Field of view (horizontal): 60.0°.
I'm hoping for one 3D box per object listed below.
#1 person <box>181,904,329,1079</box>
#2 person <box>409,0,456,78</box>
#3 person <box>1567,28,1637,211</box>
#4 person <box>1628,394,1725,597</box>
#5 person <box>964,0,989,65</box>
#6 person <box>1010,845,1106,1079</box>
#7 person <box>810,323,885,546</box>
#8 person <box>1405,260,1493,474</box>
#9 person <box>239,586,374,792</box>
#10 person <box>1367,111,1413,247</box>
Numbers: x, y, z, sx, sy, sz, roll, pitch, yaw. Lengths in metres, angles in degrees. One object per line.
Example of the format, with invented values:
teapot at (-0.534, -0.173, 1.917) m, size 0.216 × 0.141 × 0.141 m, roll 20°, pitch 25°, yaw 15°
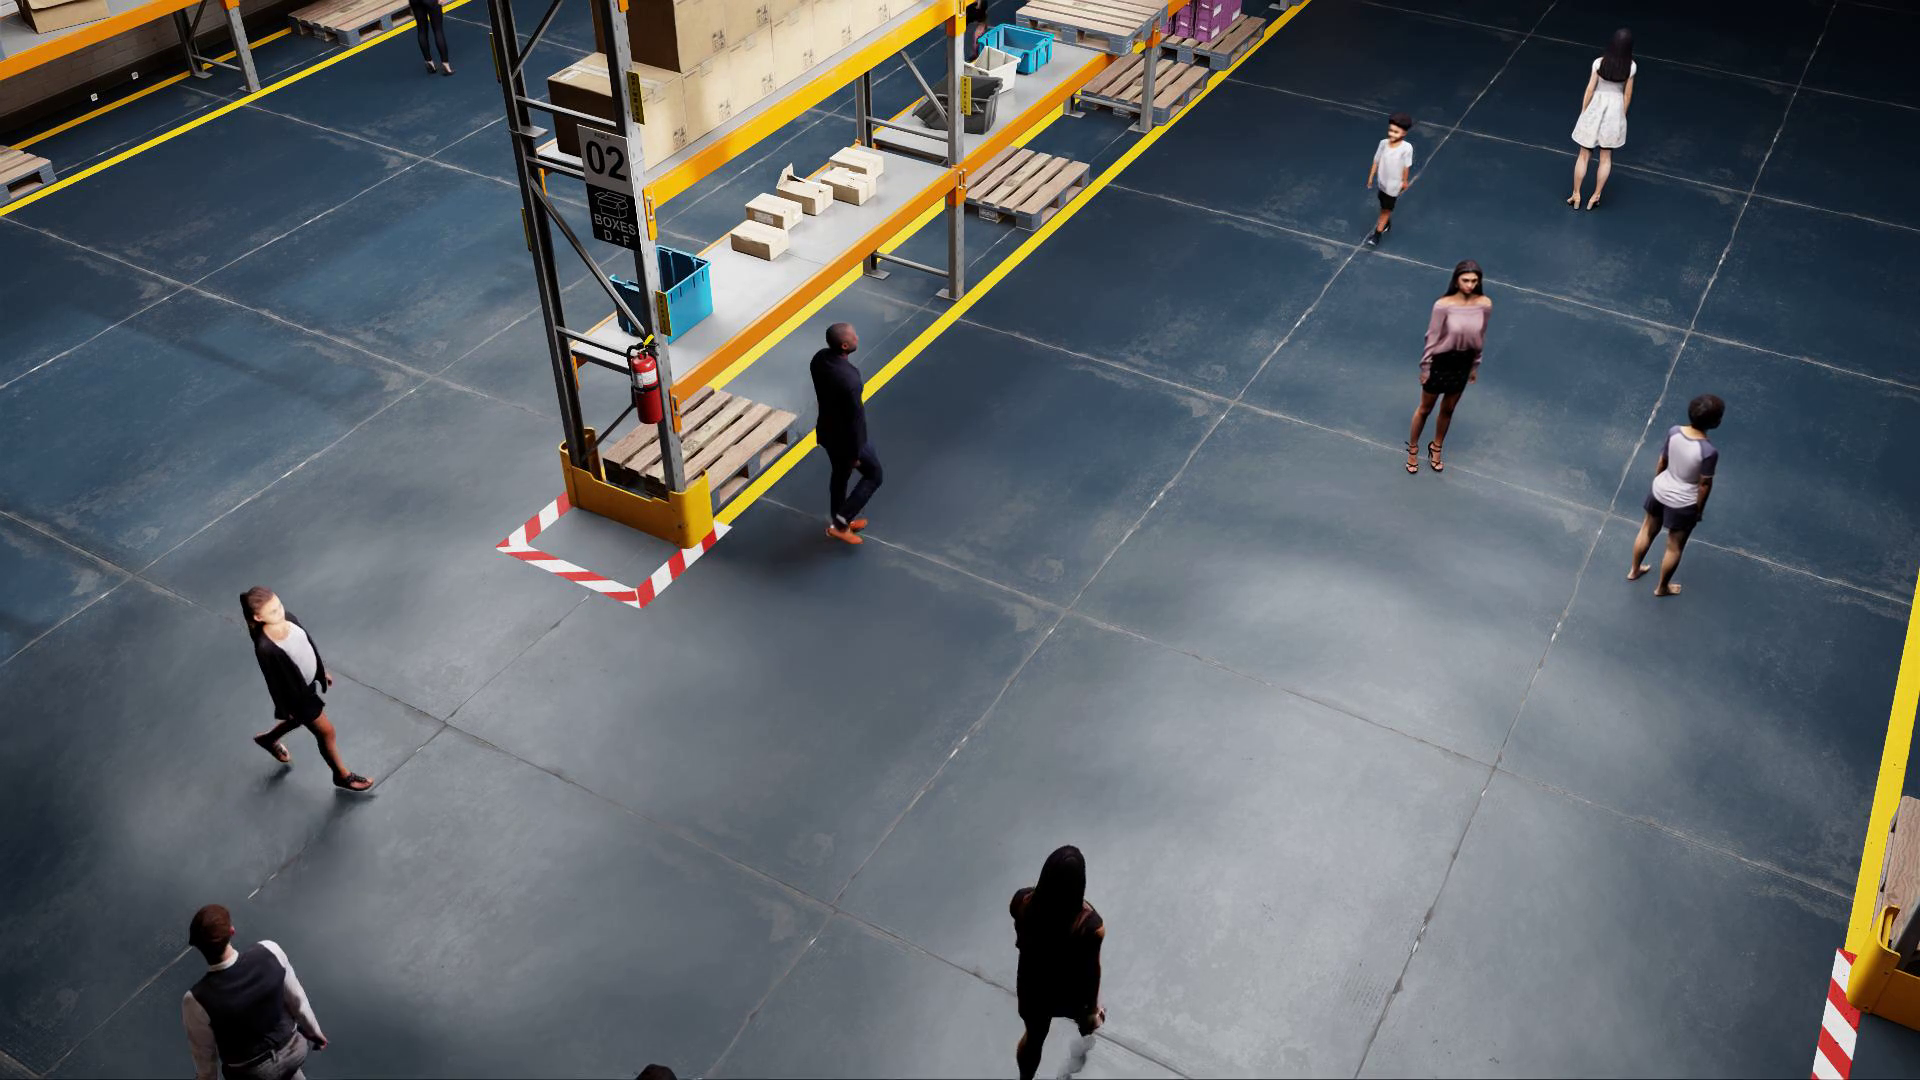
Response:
person at (-3.122, 2.419, 7.624) m, size 0.803 × 1.924 × 0.681 m, roll 27°, pitch 46°, yaw 29°
person at (-5.887, -5.948, 18.271) m, size 0.612 × 1.711 × 0.545 m, roll 12°, pitch 40°, yaw 14°
person at (6.085, -3.979, 15.755) m, size 0.704 × 1.774 × 0.704 m, roll 11°, pitch 40°, yaw 13°
person at (4.892, -0.314, 11.332) m, size 0.668 × 1.566 × 0.648 m, roll -20°, pitch 43°, yaw -23°
person at (0.036, -5.937, 18.272) m, size 0.599 × 1.693 × 0.600 m, roll 21°, pitch 43°, yaw 25°
person at (0.425, 2.210, 8.080) m, size 0.712 × 1.681 × 0.977 m, roll 17°, pitch 42°, yaw 20°
person at (-0.882, -0.702, 11.625) m, size 0.827 × 1.808 × 0.813 m, roll -24°, pitch 44°, yaw -27°
person at (3.618, -1.272, 12.337) m, size 0.707 × 1.810 × 0.725 m, roll -3°, pitch 39°, yaw -4°
person at (-4.012, 0.858, 9.892) m, size 0.842 × 1.531 × 1.016 m, roll 6°, pitch 39°, yaw 7°
person at (4.030, -3.393, 15.453) m, size 0.569 × 1.235 × 0.823 m, roll 26°, pitch 46°, yaw 29°
